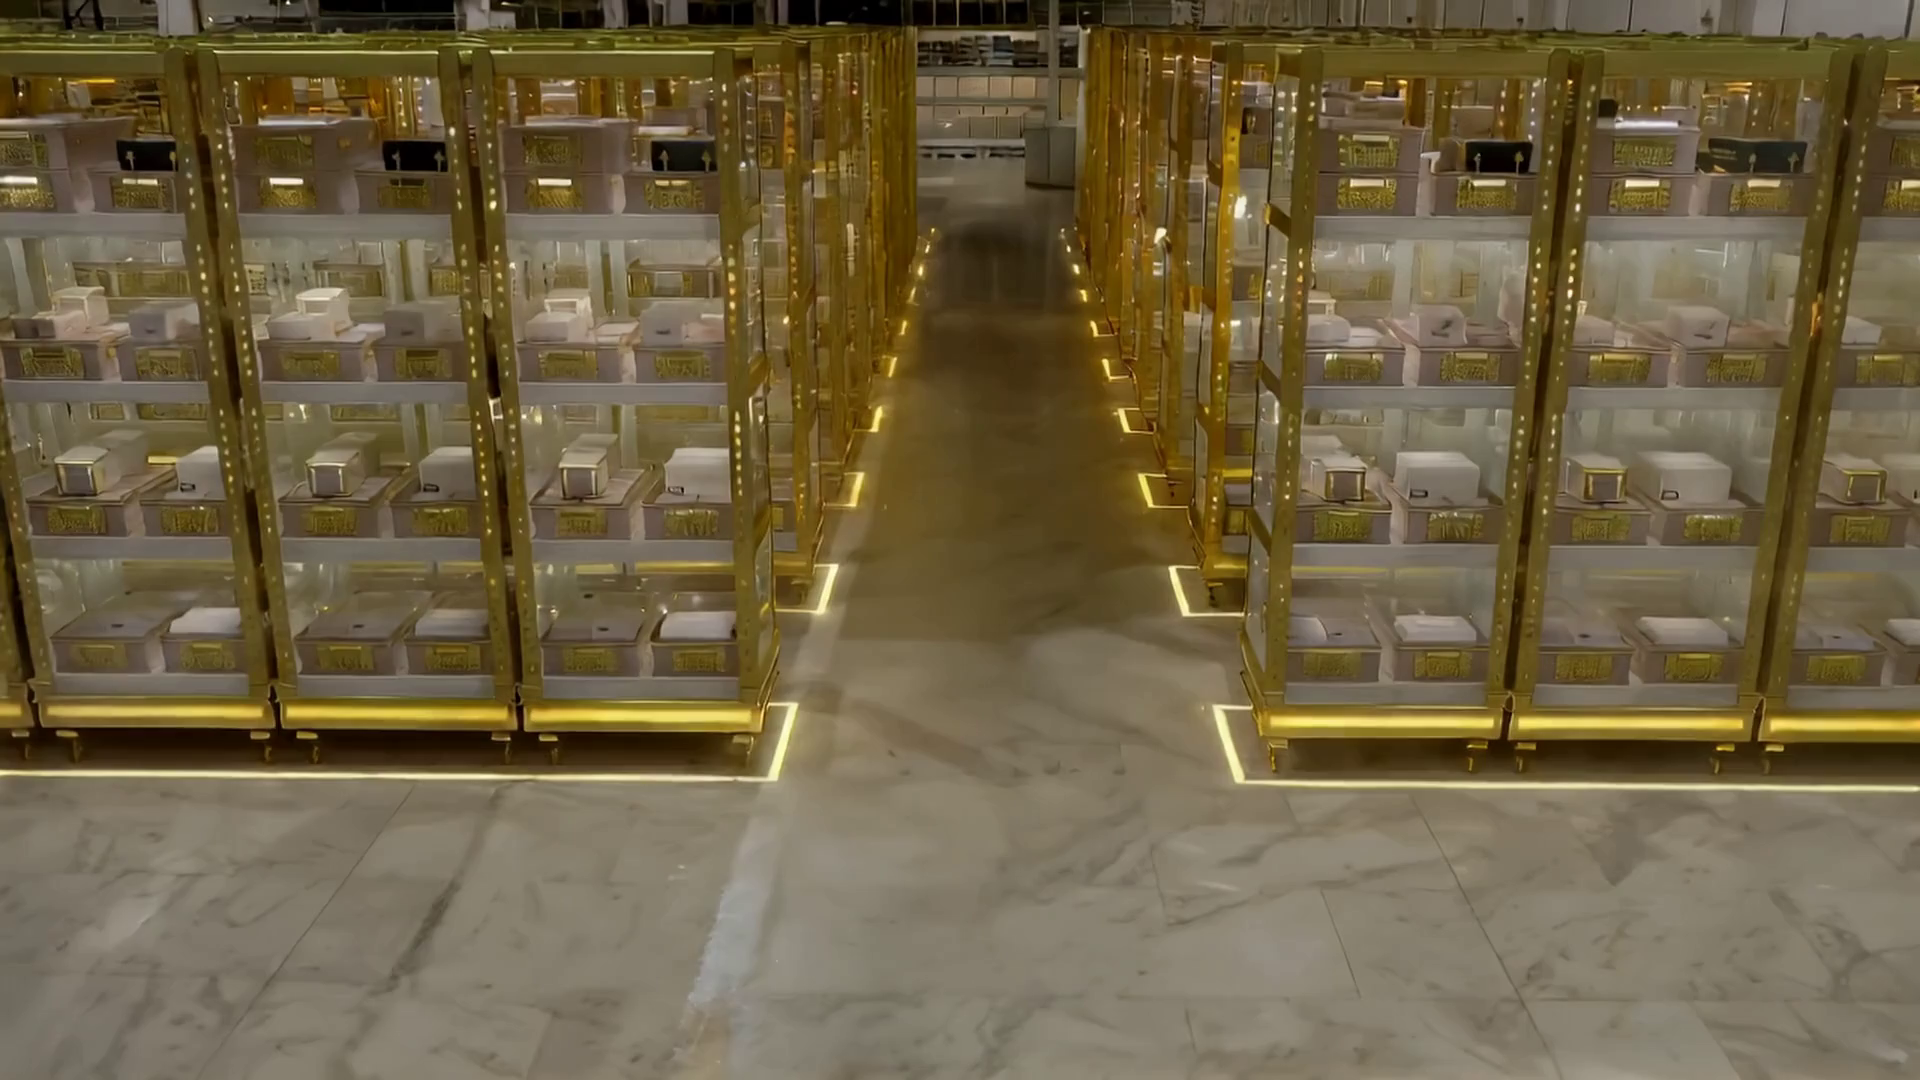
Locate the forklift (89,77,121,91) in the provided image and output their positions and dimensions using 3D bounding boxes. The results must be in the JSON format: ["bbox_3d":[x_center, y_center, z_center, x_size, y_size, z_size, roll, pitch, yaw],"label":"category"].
[{"bbox_3d":[-25.582,-13.245,49.851,1.873,2.768,1.129,7,19,20],"label":"forklift"}]

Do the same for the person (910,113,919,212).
[{"bbox_3d":[-1.046,-7.476,32.919,0.618,1.993,0.396,-15,23,-40],"label":"person"}]
